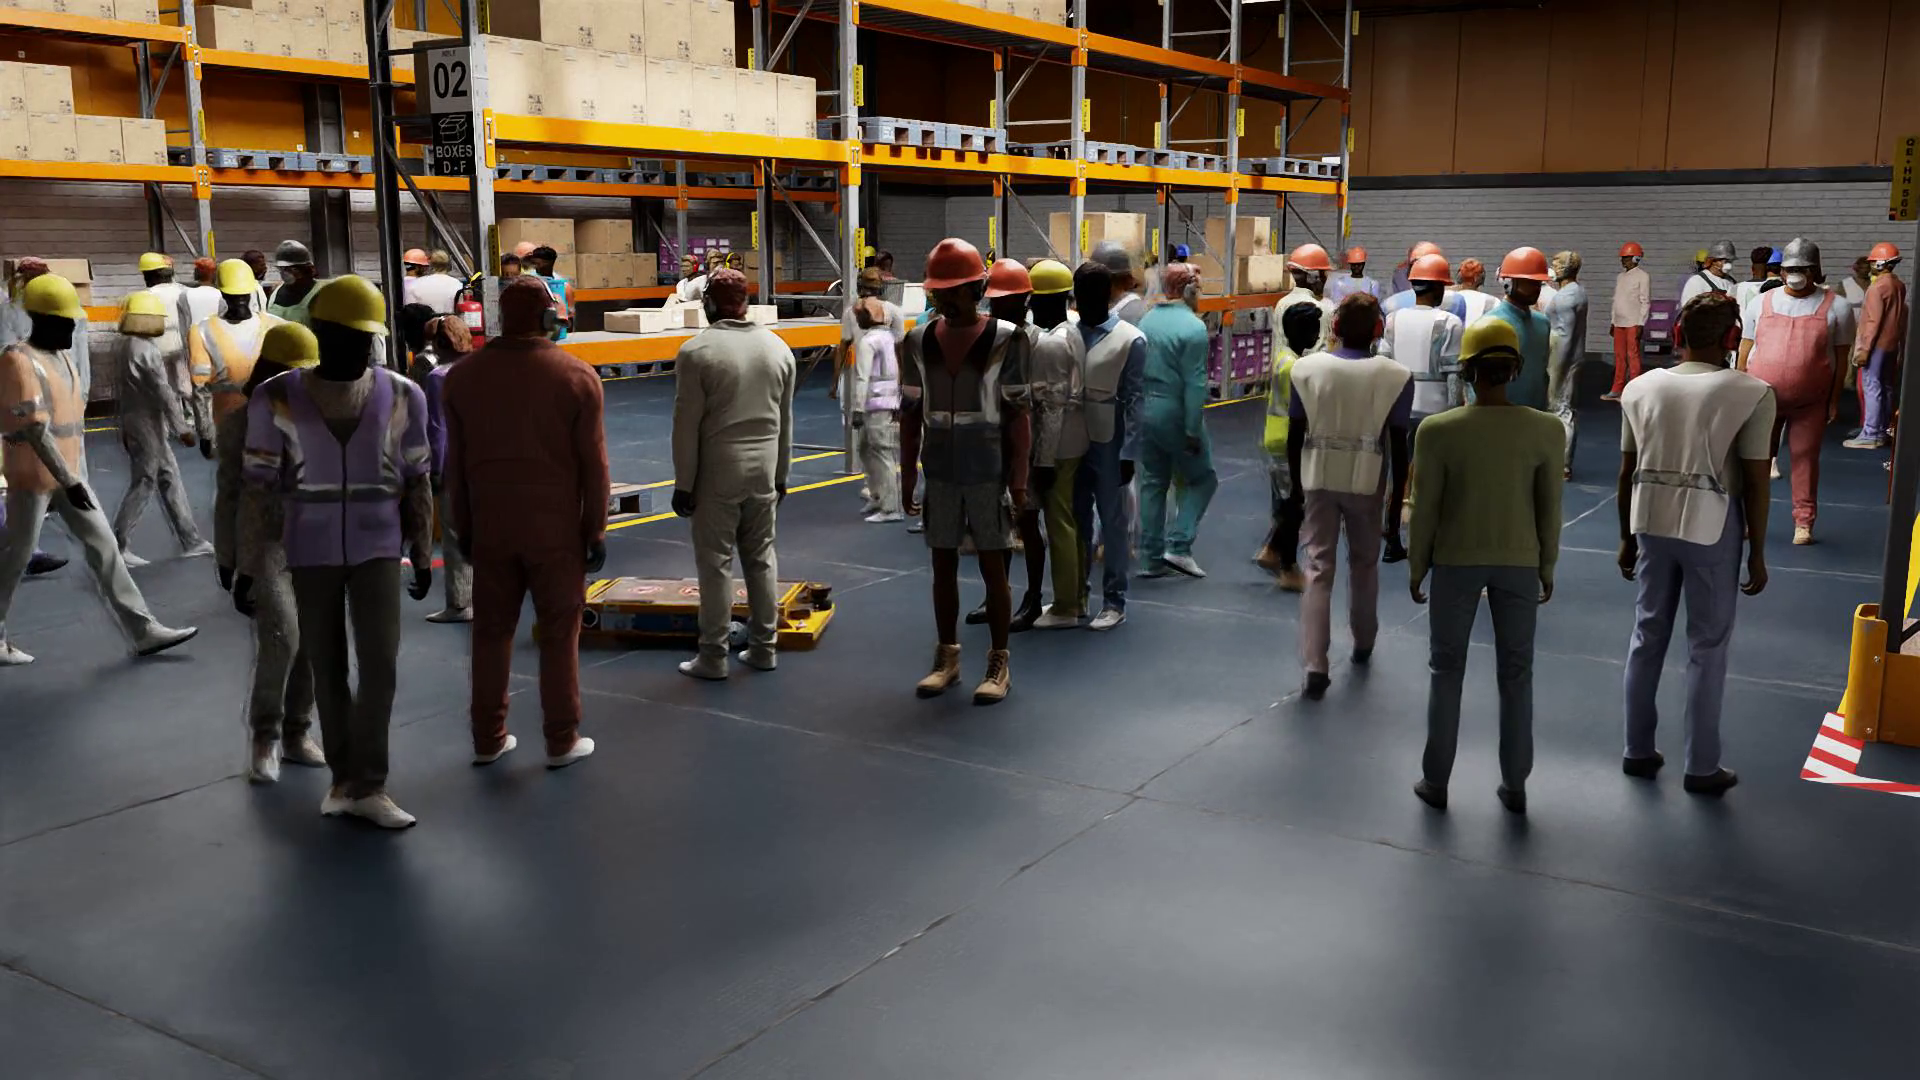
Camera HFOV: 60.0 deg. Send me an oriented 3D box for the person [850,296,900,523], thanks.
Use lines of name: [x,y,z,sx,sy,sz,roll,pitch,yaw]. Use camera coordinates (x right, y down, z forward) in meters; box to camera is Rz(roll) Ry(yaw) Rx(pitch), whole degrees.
person: [-0.622,-0.938,11.975,0.456,1.621,0.592,3,11,15]

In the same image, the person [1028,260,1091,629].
person: [0.496,-0.493,8.703,0.397,1.920,0.587,2,11,13]

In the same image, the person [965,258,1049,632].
person: [0.252,-0.484,8.639,0.379,1.930,0.546,-9,14,-42]

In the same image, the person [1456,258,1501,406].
person: [4.361,-1.485,14.381,0.566,1.851,0.586,3,11,15]

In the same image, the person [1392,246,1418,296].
person: [6.274,-3.104,23.133,0.403,1.933,0.657,-6,12,-30]

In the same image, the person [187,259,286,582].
person: [-4.228,-0.704,9.886,0.595,1.913,0.399,-8,13,-36]

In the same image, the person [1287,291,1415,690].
person: [1.777,-0.238,7.648,0.571,1.792,1.010,3,11,18]

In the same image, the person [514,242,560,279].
person: [-4.708,-2.304,18.520,0.632,2.001,0.533,-4,11,-22]

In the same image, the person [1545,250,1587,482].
person: [5.053,-1.450,13.956,0.357,1.935,0.635,5,11,27]

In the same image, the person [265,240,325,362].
person: [-5.189,-1.344,13.076,0.685,2.000,0.535,3,11,18]

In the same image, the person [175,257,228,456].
person: [-7.020,-1.716,15.626,0.567,1.868,0.446,-2,10,-12]

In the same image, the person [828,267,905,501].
person: [-0.731,-1.216,13.010,0.549,1.799,0.829,5,11,26]

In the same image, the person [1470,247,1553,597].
person: [3.133,-0.659,9.457,0.608,1.987,0.406,-7,12,-35]

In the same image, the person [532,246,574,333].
person: [-4.247,-2.053,17.210,0.603,1.967,0.366,7,12,33]

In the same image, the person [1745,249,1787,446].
person: [7.941,-1.883,16.354,0.609,1.934,0.414,-2,10,-10]

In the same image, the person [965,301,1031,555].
person: [0.315,-0.722,10.636,0.631,1.666,0.552,-1,10,-6]

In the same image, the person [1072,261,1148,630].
person: [0.712,-0.493,8.715,0.391,1.914,0.588,-10,14,-44]

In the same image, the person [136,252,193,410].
person: [-7.945,-1.928,16.682,0.783,1.904,0.619,4,11,21]

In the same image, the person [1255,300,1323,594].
person: [1.934,-0.525,9.524,0.376,1.683,0.545,3,11,17]

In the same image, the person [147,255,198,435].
person: [-8.164,-2.012,17.256,0.567,1.875,0.366,4,11,21]

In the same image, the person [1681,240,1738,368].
person: [7.742,-2.062,17.055,0.681,2.000,0.535,-5,11,-24]

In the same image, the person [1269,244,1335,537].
person: [2.356,-1.021,11.417,0.388,1.992,0.622,-3,11,-16]

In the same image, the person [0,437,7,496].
person: [-7.757,-1.185,13.034,0.348,1.740,0.574,4,11,19]

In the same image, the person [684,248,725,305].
person: [-2.473,-1.961,16.780,0.627,1.941,0.373,-10,14,-43]

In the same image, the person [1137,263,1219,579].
person: [1.284,-0.695,9.915,0.438,1.888,0.643,-7,12,-33]

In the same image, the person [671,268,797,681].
person: [-1.061,-0.301,7.717,0.653,1.895,0.400,-10,14,-43]

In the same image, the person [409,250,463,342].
person: [-5.438,-2.099,17.624,0.660,1.902,0.936,0,10,-2]

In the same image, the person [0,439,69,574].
person: [-5.789,-0.583,9.753,0.766,1.720,0.544,-8,13,-36]

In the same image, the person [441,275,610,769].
person: [-1.652,-0.064,6.425,0.644,1.892,0.403,1,10,6]

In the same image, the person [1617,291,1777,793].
person: [2.682,0.011,6.140,0.398,1.836,0.562,-8,13,-39]

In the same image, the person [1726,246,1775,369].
person: [7.833,-1.903,16.377,0.367,1.967,0.606,-8,13,-38]

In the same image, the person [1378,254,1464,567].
person: [2.877,-0.803,10.370,0.551,1.933,0.370,9,13,40]

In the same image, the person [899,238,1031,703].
person: [0.005,-0.294,7.303,0.612,2.031,0.403,4,11,21]

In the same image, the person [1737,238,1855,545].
person: [5.534,-0.988,11.102,0.682,2.000,0.538,7,12,32]

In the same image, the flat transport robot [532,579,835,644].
flat transport robot: [-1.404,0.354,8.576,1.431,0.197,0.652,1,10,5]

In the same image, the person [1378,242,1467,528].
person: [3.320,-1.114,11.923,0.651,1.994,0.889,5,11,25]

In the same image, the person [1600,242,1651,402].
person: [8.350,-2.717,20.809,0.381,1.994,0.622,-3,11,-16]

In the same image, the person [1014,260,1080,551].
person: [0.590,-0.890,10.975,0.622,1.899,1.036,6,12,32]

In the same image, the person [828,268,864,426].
person: [-1.146,-2.190,18.145,0.600,1.908,0.396,-4,11,-22]

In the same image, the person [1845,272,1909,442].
person: [9.254,-1.857,16.753,0.521,1.741,0.714,-4,11,-19]

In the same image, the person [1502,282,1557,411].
person: [4.898,-1.516,14.432,0.643,1.900,0.399,-4,11,-23]

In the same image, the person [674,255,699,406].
person: [-3.197,-2.508,20.063,0.572,1.844,0.376,8,13,37]

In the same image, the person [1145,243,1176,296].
person: [2.890,-3.289,23.852,0.678,2.000,0.919,4,11,23]

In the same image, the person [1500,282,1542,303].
person: [6.295,-2.324,18.896,0.511,1.893,0.681,-6,12,-29]

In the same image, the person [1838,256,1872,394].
person: [11.890,-2.867,22.124,0.584,1.818,0.593,0,10,0]

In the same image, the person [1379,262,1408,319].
person: [6.412,-3.175,24.185,0.593,1.690,0.937,7,12,34]

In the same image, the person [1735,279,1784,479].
person: [6.837,-1.358,14.105,0.539,1.695,0.318,3,11,17]

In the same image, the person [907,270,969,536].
person: [-0.091,-0.934,11.354,0.372,1.840,0.570,-10,14,-43]

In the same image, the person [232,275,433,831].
person: [-2.157,0.050,5.752,0.689,1.900,0.541,-4,11,-22]

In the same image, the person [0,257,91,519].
person: [-6.699,-1.107,12.164,0.402,1.902,0.640,7,12,33]

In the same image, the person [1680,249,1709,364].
person: [9.756,-2.846,21.763,0.772,1.899,0.624,0,10,2]

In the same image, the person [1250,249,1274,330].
person: [4.803,-3.598,26.029,0.579,1.879,0.370,8,13,38]

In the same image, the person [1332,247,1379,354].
person: [4.718,-2.521,19.883,0.552,1.937,0.356,1,10,7]

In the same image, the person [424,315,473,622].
person: [-2.663,-0.379,8.871,0.312,1.632,0.526,2,10,13]

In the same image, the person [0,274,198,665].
person: [-4.286,-0.317,7.890,1.026,1.858,0.577,0,10,1]

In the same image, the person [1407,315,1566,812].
person: [1.856,0.090,5.916,0.527,1.762,0.339,2,10,9]

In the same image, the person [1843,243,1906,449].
person: [8.938,-1.886,16.206,0.622,1.994,0.381,-9,13,-40]

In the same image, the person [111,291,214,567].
person: [-5.053,-0.694,10.395,0.761,1.711,0.490,-8,13,-38]

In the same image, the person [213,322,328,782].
person: [-2.526,0.041,6.281,0.451,1.714,0.501,7,12,34]
